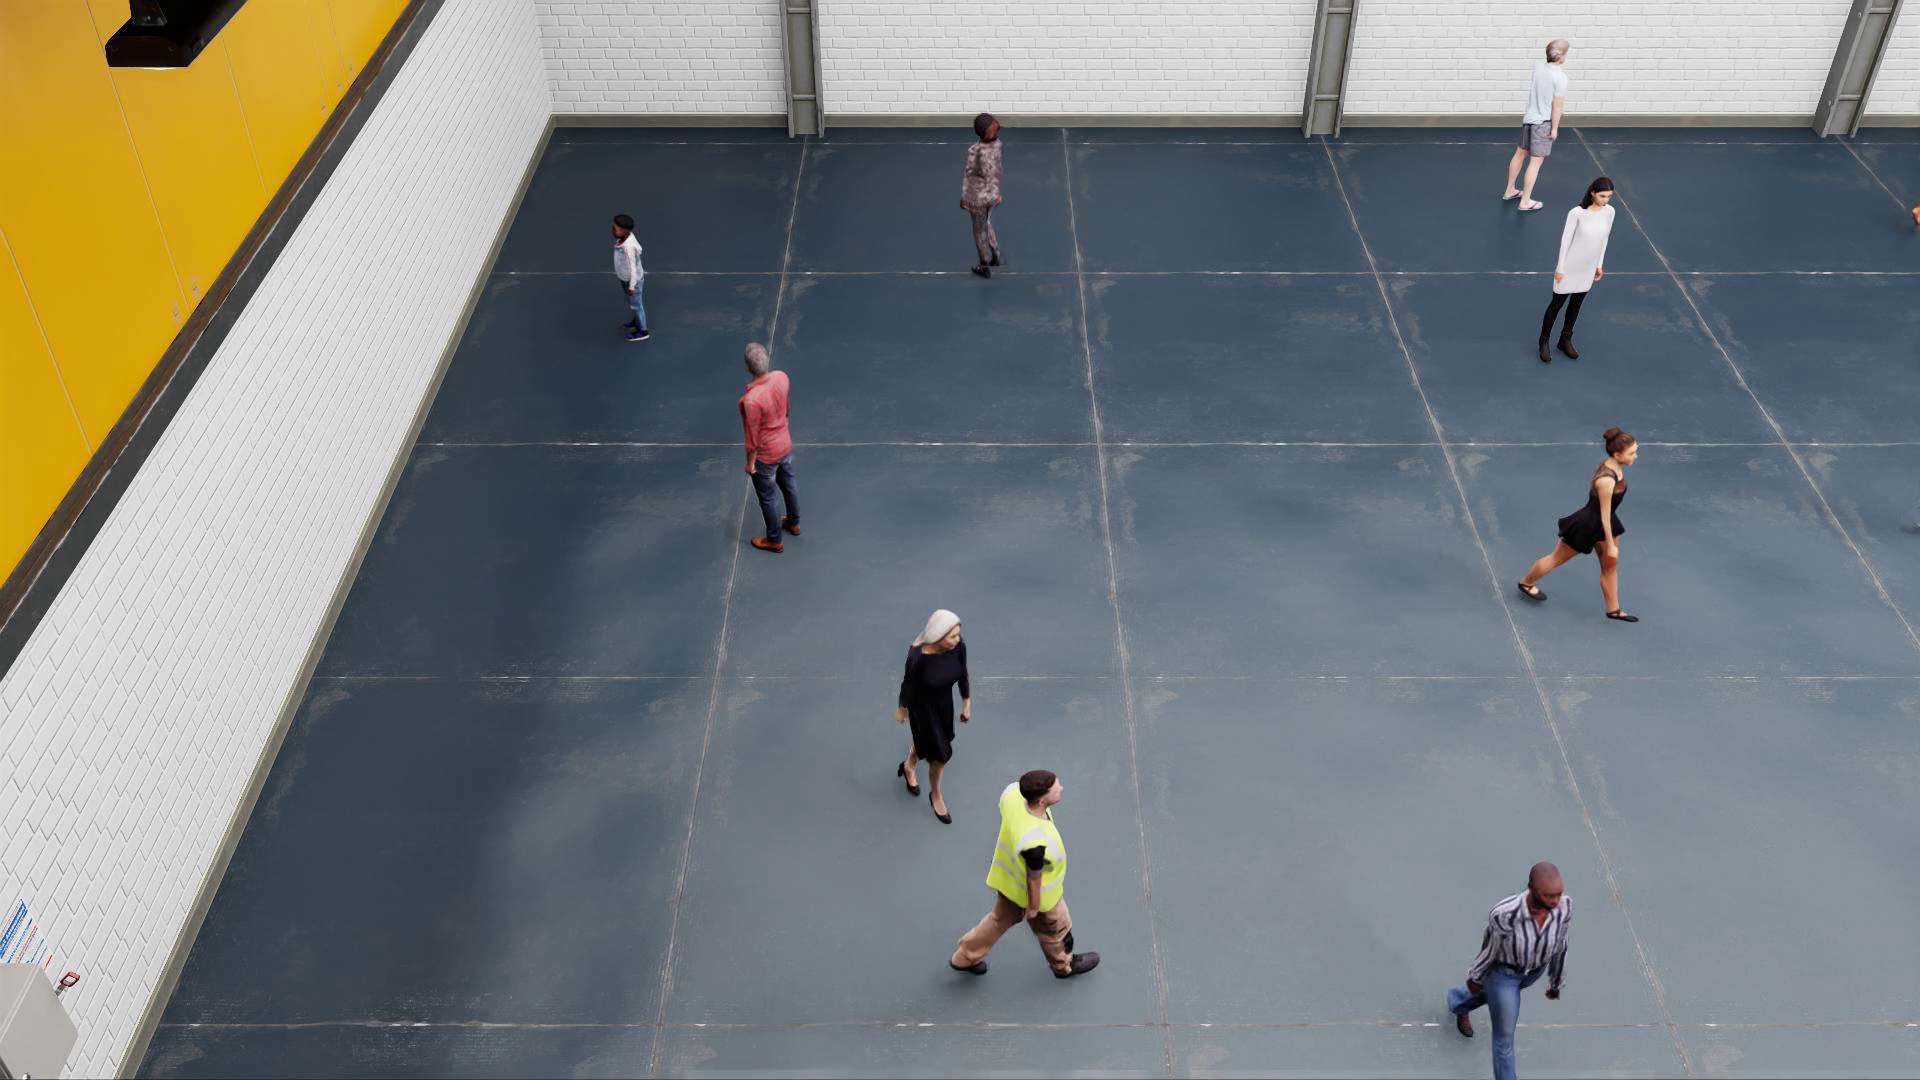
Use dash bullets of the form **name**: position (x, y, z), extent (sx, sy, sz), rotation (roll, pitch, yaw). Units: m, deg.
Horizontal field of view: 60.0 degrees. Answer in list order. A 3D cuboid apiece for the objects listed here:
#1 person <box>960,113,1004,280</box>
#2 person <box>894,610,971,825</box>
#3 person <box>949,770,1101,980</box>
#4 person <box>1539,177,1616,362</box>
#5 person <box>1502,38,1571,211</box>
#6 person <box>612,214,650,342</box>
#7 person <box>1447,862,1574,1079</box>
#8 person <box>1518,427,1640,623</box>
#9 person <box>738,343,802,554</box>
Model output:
- **person**: position (0.288, -3.323, 16.263), extent (0.733, 1.702, 0.793), rotation (-31, 48, -33)
- **person**: position (-0.242, 1.074, 10.747), extent (0.887, 1.714, 0.925), rotation (-22, 43, -25)
- **person**: position (0.340, 1.956, 9.559), extent (1.237, 1.819, 0.962), rotation (-13, 40, -16)
- **person**: position (5.619, -2.479, 15.119), extent (0.526, 1.810, 0.706), rotation (-7, 39, -8)
- **person**: position (6.073, -4.381, 17.484), extent (0.680, 1.832, 0.701), rotation (-13, 41, -16)
- **person**: position (-3.076, -2.476, 15.556), extent (0.540, 1.260, 0.524), rotation (-8, 39, -10)
- **person**: position (2.989, 2.333, 9.154), extent (1.215, 1.736, 0.981), rotation (-12, 40, -15)
- **person**: position (4.585, -0.103, 12.296), extent (1.178, 1.621, 0.984), rotation (22, 44, 26)
- **person**: position (-1.474, -0.722, 12.904), extent (0.753, 1.829, 0.761), rotation (21, 43, 24)
